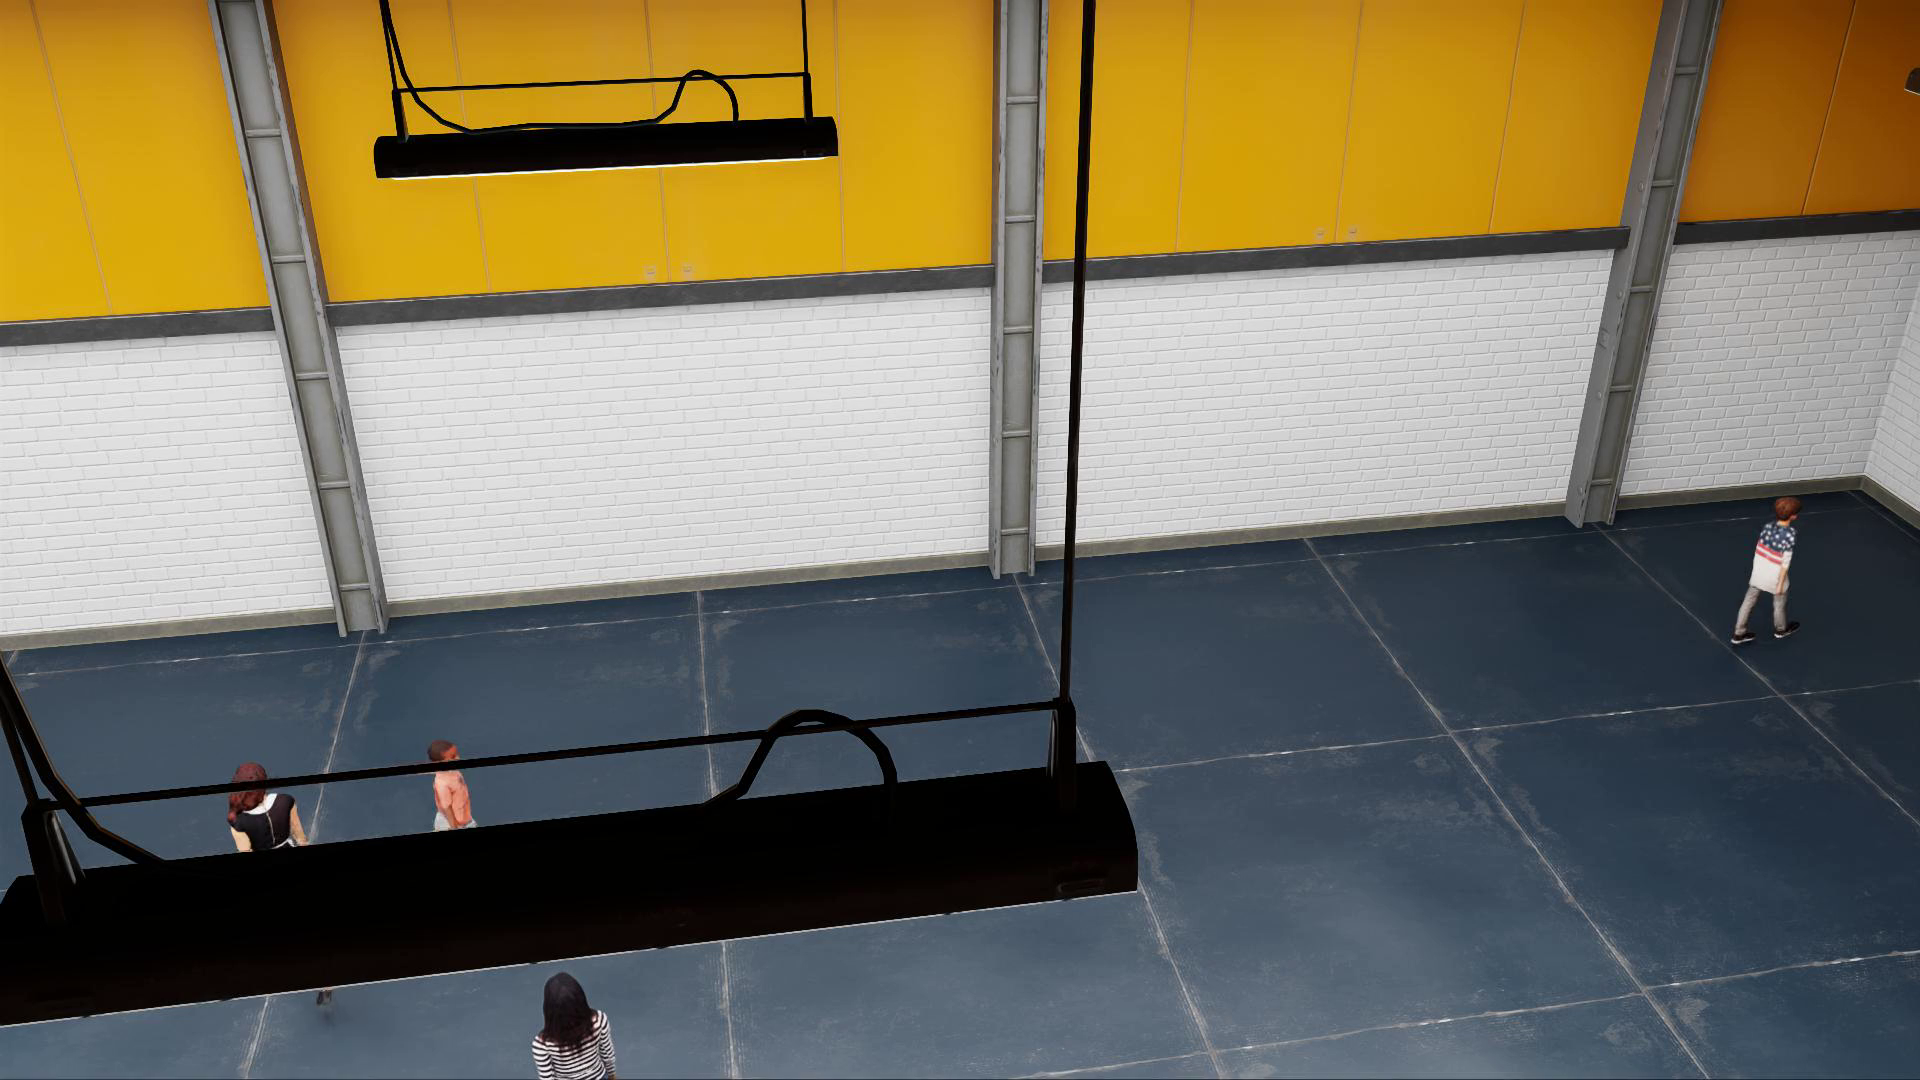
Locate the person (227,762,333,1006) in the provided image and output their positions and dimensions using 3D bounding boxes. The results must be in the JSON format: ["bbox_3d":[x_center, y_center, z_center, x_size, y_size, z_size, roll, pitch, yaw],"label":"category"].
[{"bbox_3d":[-4.316,2.217,10.654,1.132,1.762,1.028,-22,35,-34],"label":"person"}]

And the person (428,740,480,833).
[{"bbox_3d":[-3.607,1.944,11.640,0.737,1.297,0.601,2,29,4],"label":"person"}]

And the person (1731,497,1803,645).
[{"bbox_3d":[7.039,0.295,14.540,0.927,1.415,0.691,-13,31,-22],"label":"person"}]

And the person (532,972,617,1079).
[{"bbox_3d":[-2.062,3.069,9.056,0.563,1.796,0.712,-17,33,-29],"label":"person"}]
